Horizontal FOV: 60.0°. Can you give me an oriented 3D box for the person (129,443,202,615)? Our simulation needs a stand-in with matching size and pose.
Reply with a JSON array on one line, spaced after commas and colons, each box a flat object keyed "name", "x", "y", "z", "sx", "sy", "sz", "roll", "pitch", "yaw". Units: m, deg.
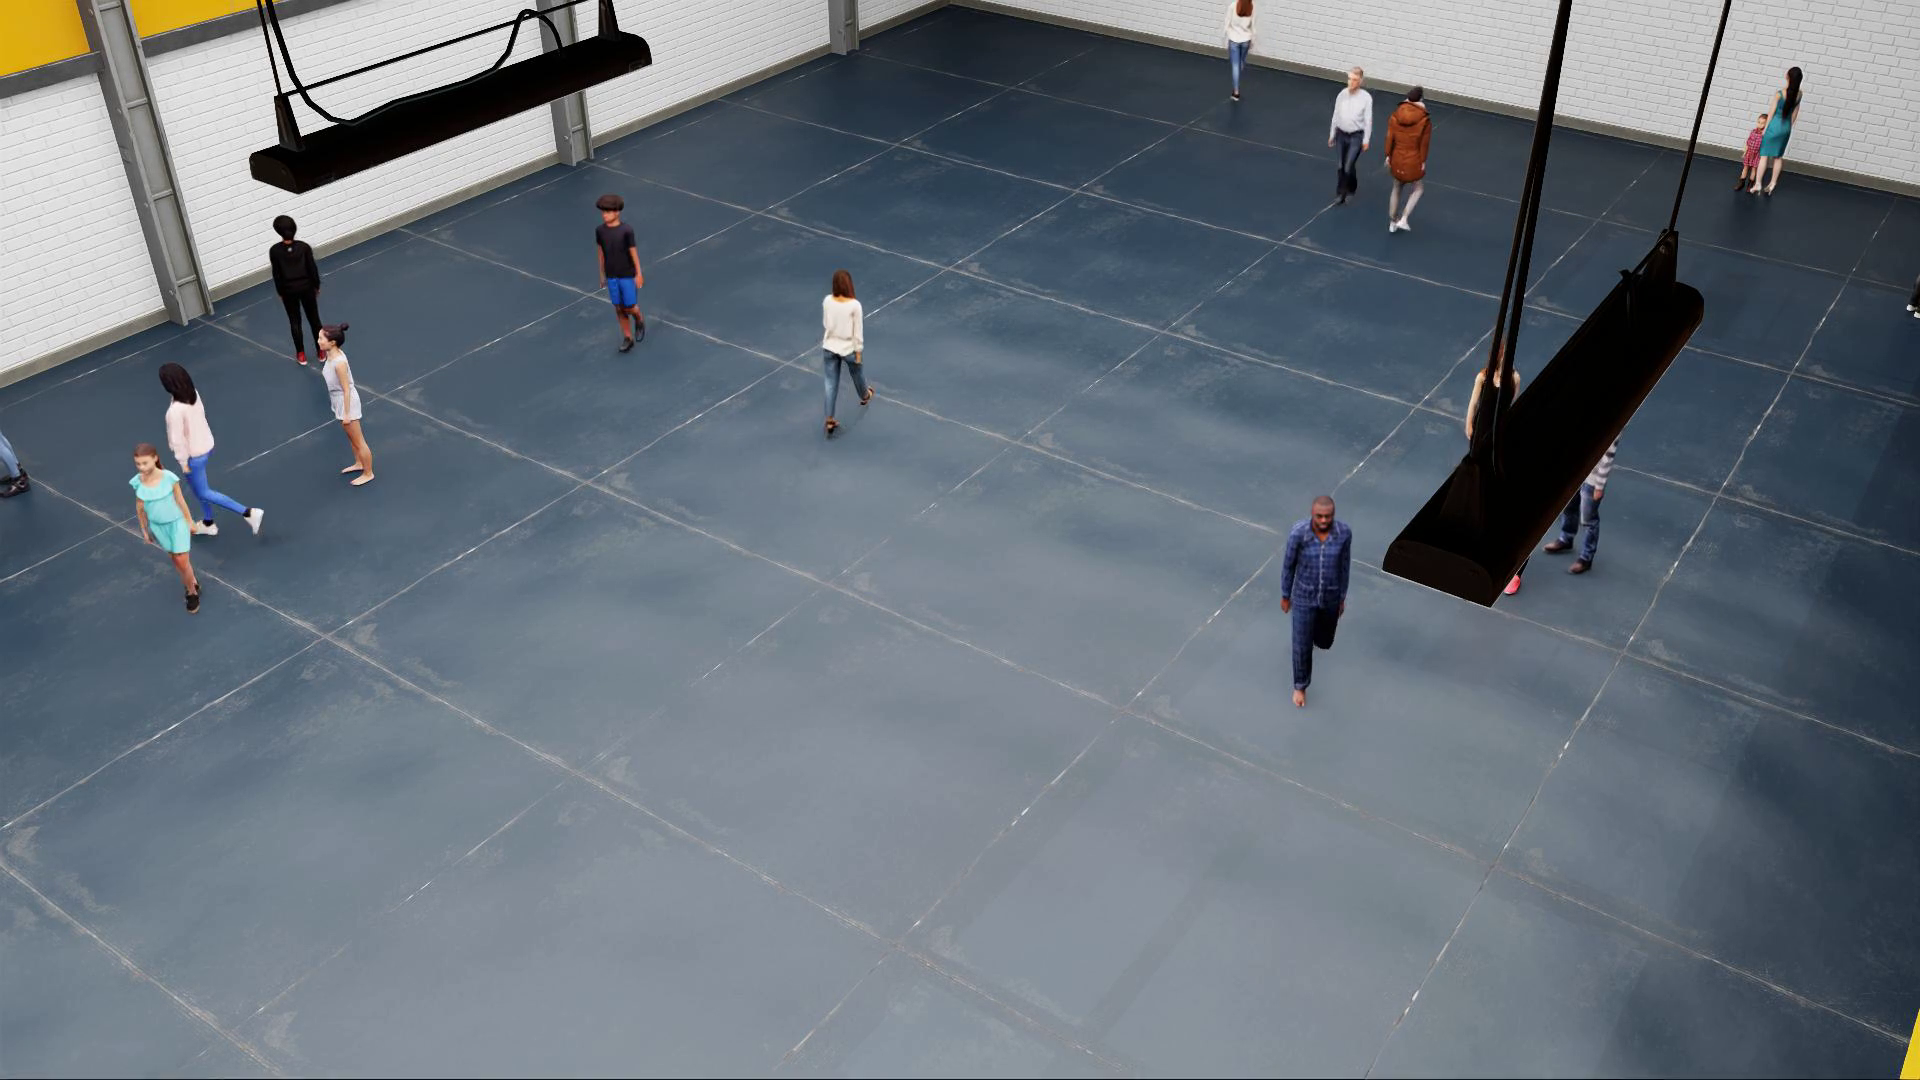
[{"name": "person", "x": -6.620, "y": -0.167, "z": 13.970, "sx": 0.752, "sy": 1.544, "sz": 0.820, "roll": -2, "pitch": 34, "yaw": -3}]

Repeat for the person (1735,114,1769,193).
[{"name": "person", "x": 10.461, "y": -5.104, "z": 21.868, "sx": 0.432, "sy": 1.022, "sz": 0.448, "roll": 24, "pitch": 40, "yaw": 31}]

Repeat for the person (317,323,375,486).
[{"name": "person", "x": -5.763, "y": -1.290, "z": 15.605, "sx": 0.665, "sy": 1.604, "sz": 0.644, "roll": -20, "pitch": 38, "yaw": -27}]

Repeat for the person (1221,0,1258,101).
[{"name": "person", "x": 4.157, "y": -7.362, "z": 24.704, "sx": 1.074, "sy": 1.644, "sz": 1.203, "roll": -2, "pitch": 34, "yaw": -3}]

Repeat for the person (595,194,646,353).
[{"name": "person", "x": -3.603, "y": -2.896, "z": 17.856, "sx": 0.735, "sy": 1.786, "sz": 0.798, "roll": 9, "pitch": 35, "yaw": 13}]

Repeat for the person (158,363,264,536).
[{"name": "person", "x": -6.644, "y": -0.751, "z": 14.663, "sx": 1.030, "sy": 1.749, "sz": 1.072, "roll": 3, "pitch": 34, "yaw": 4}]

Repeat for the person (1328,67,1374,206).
[{"name": "person", "x": 5.030, "y": -5.179, "z": 21.270, "sx": 0.691, "sy": 1.809, "sz": 0.678, "roll": 27, "pitch": 42, "yaw": 34}]

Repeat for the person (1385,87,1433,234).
[{"name": "person", "x": 5.467, "y": -4.622, "z": 20.412, "sx": 0.703, "sy": 1.832, "sz": 0.656, "roll": 21, "pitch": 39, "yaw": 28}]

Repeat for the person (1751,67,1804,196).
[{"name": "person", "x": 10.606, "y": -5.298, "z": 21.560, "sx": 0.600, "sy": 1.686, "sz": 0.653, "roll": -4, "pitch": 34, "yaw": -6}]

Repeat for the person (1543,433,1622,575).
[{"name": "person", "x": 5.413, "y": -0.585, "z": 14.330, "sx": 0.782, "sy": 1.842, "sz": 0.759, "roll": -12, "pitch": 35, "yaw": -17}]

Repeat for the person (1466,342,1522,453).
[{"name": "person", "x": 4.834, "y": -1.065, "z": 15.167, "sx": 0.733, "sy": 1.714, "sz": 0.799, "roll": 2, "pitch": 34, "yaw": 4}]

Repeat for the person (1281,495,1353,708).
[{"name": "person", "x": 2.744, "y": 0.401, "z": 12.880, "sx": 0.942, "sy": 1.804, "sz": 1.044, "roll": 1, "pitch": 34, "yaw": 1}]

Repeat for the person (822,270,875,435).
[{"name": "person", "x": -1.200, "y": -1.821, "z": 16.372, "sx": 0.802, "sy": 1.639, "sz": 1.145, "roll": 13, "pitch": 36, "yaw": 18}]

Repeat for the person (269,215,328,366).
[{"name": "person", "x": -6.982, "y": -2.643, "z": 17.576, "sx": 0.660, "sy": 1.675, "sz": 0.760, "roll": -15, "pitch": 37, "yaw": -22}]
